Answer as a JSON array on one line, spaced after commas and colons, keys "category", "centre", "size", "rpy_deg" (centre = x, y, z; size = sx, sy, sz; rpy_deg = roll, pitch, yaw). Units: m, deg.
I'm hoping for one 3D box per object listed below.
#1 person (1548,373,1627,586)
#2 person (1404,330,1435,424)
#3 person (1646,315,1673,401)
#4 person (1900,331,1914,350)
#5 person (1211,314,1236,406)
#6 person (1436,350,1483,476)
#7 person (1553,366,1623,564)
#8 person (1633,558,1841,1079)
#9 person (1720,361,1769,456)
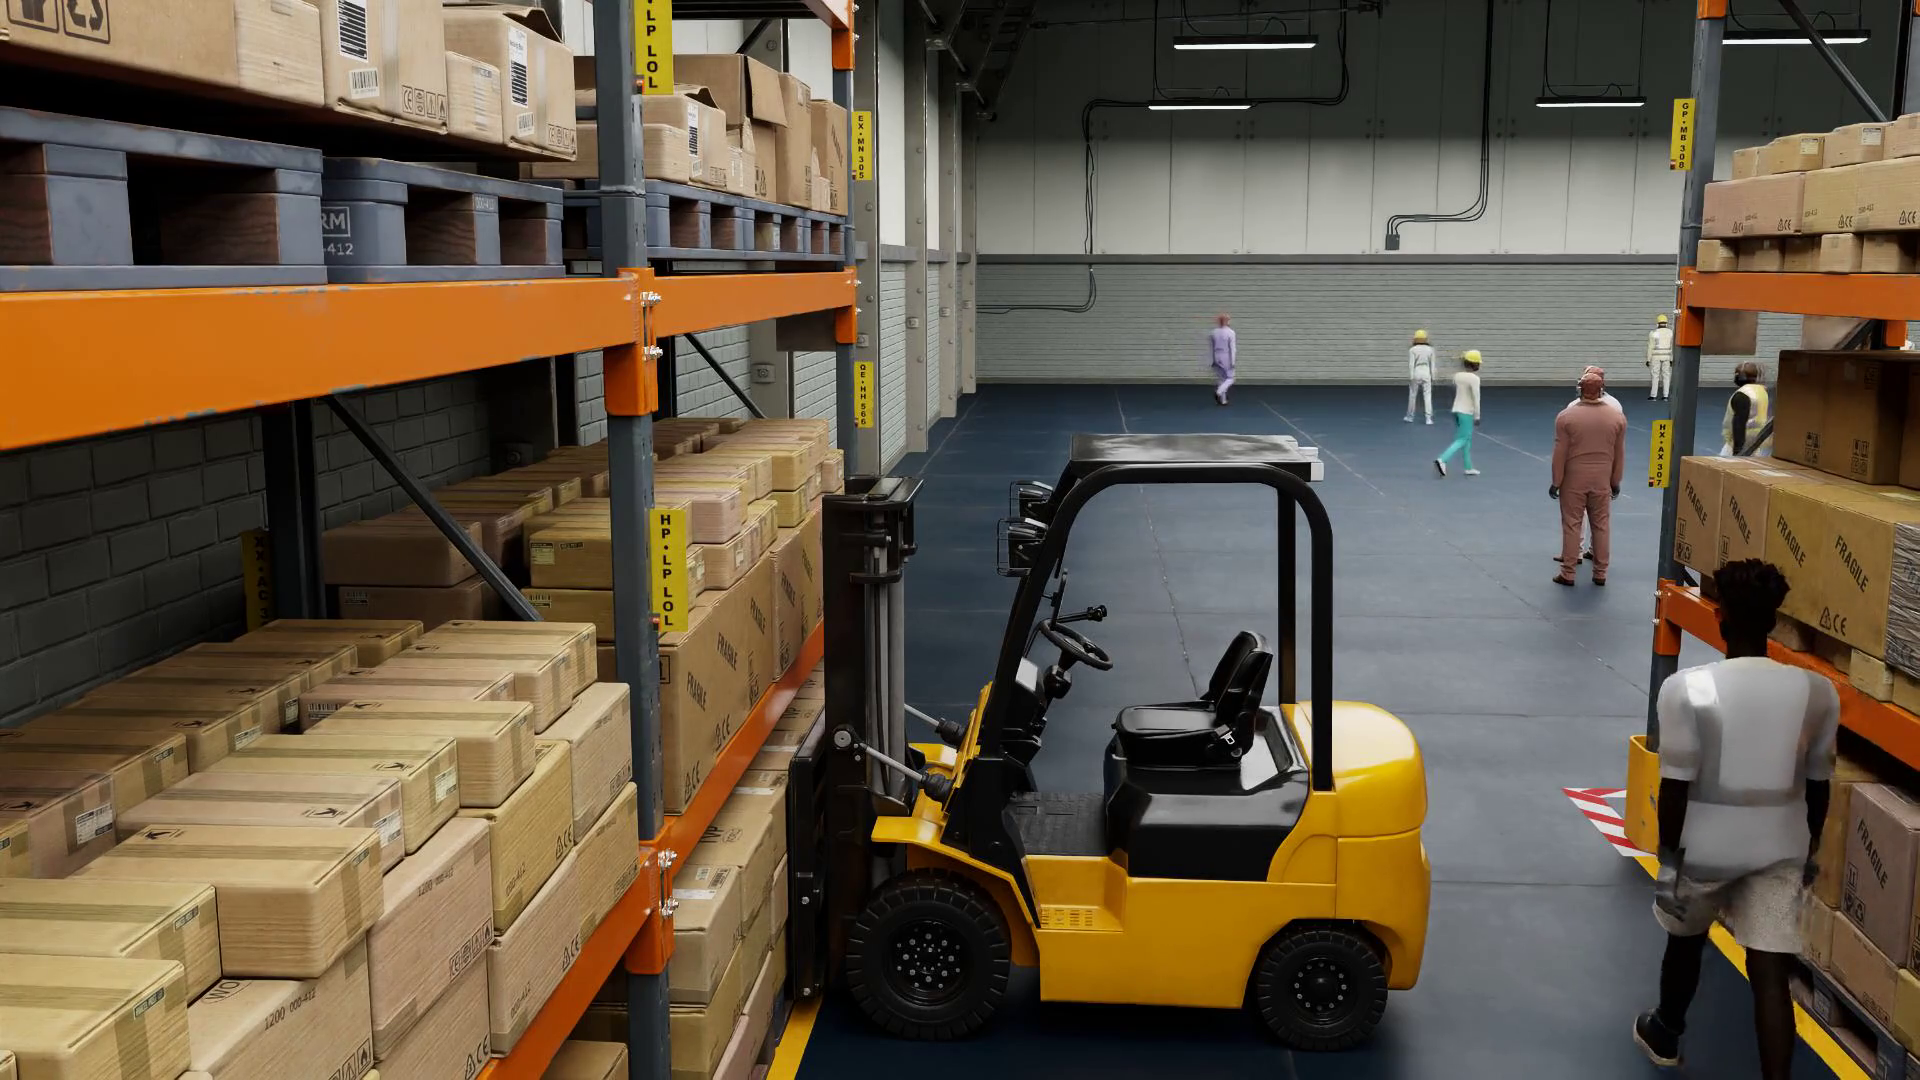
[{"category": "person", "centre": [5.598, -0.537, 14.903], "size": [0.652, 1.906, 0.402], "rpy_deg": [0, 9, -1]}, {"category": "person", "centre": [8.427, -2.968, 30.324], "size": [0.500, 1.684, 0.764], "rpy_deg": [-1, 9, -6]}, {"category": "person", "centre": [14.807, -3.844, 35.174], "size": [0.596, 1.828, 0.403], "rpy_deg": [0, 9, -2]}, {"category": "person", "centre": [18.776, -3.426, 33.247], "size": [0.509, 1.629, 0.314], "rpy_deg": [1, 9, 5]}, {"category": "person", "centre": [5.335, -3.640, 33.753], "size": [0.563, 1.890, 0.650], "rpy_deg": [-8, 13, -41]}, {"category": "person", "centre": [6.800, -1.721, 22.613], "size": [0.758, 1.733, 0.526], "rpy_deg": [-3, 10, -19]}, {"category": "person", "centre": [6.027, -0.721, 16.016], "size": [0.642, 1.909, 0.409], "rpy_deg": [-4, 10, -25]}, {"category": "person", "centre": [2.602, 1.007, 5.556], "size": [0.618, 1.913, 1.031], "rpy_deg": [1, 9, 4]}, {"category": "person", "centre": [8.527, -1.063, 18.366], "size": [0.650, 1.812, 0.744], "rpy_deg": [-8, 13, -42]}]
